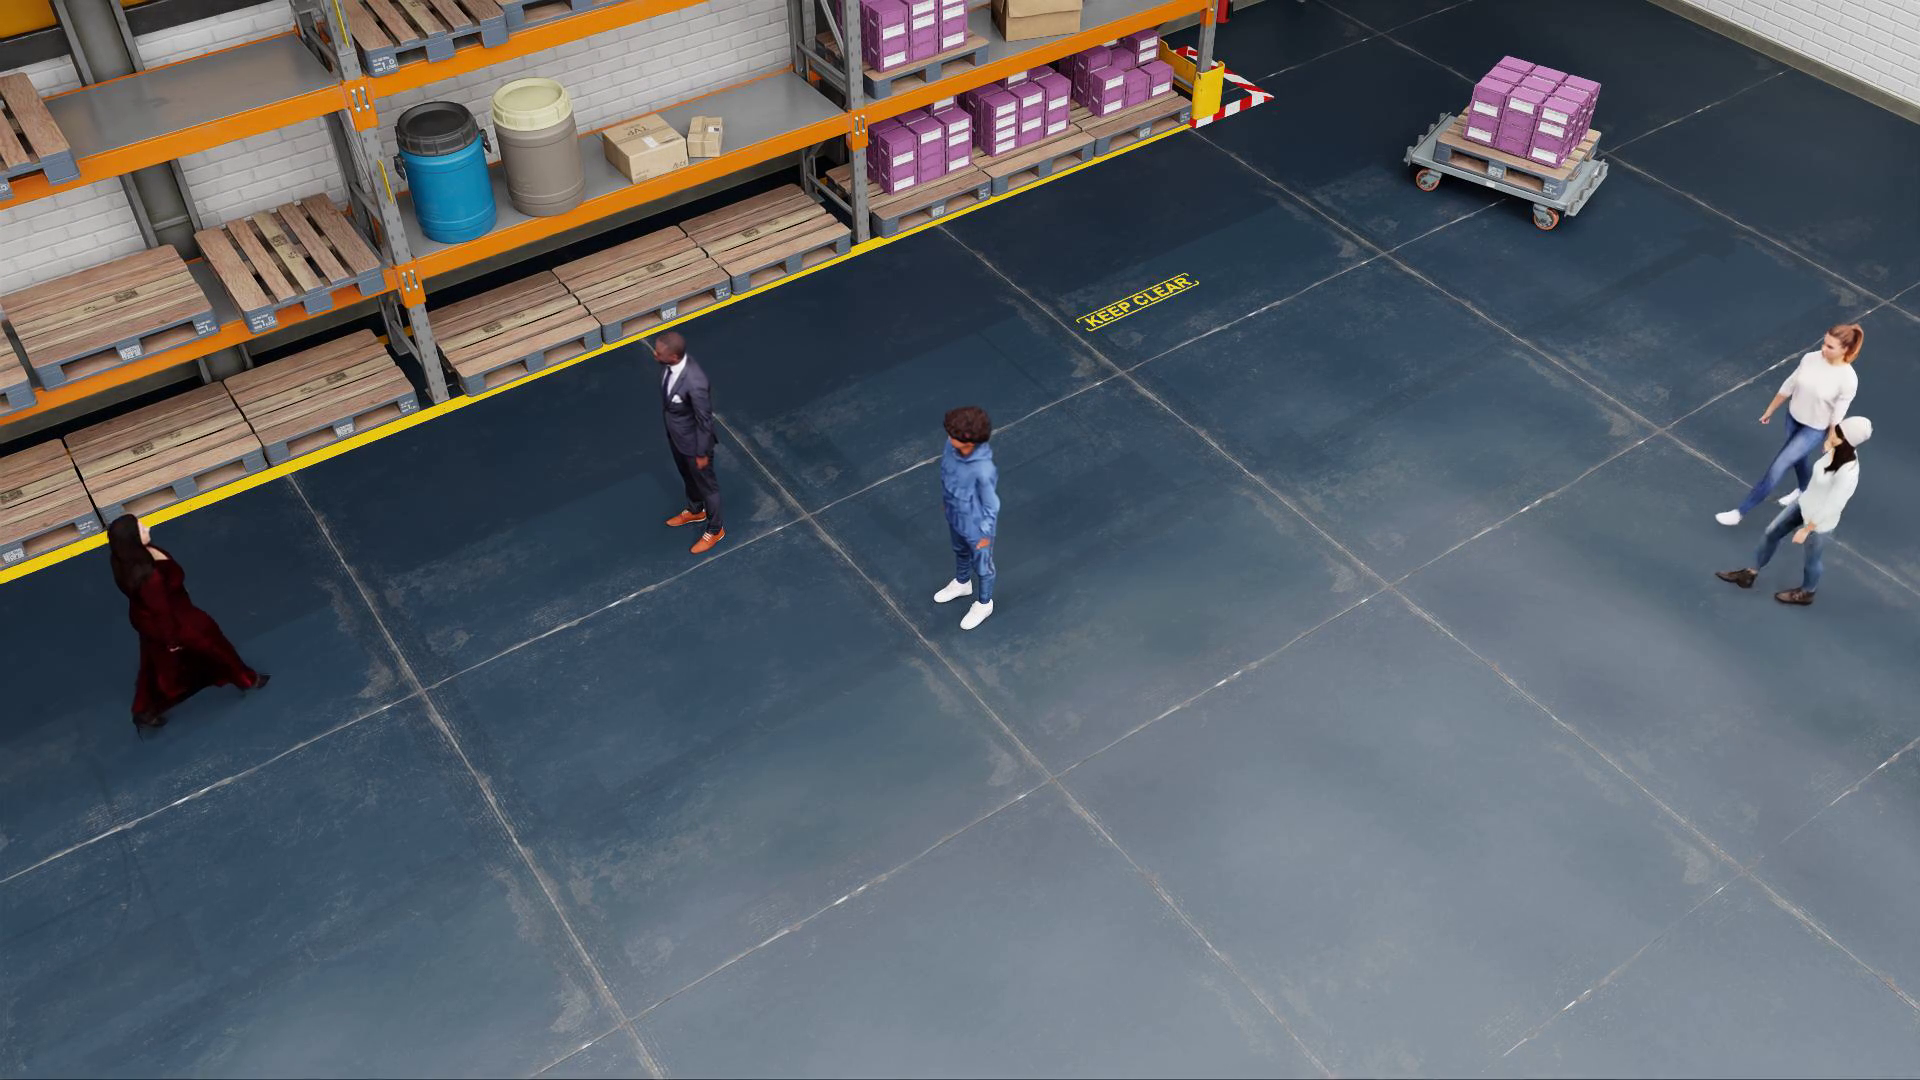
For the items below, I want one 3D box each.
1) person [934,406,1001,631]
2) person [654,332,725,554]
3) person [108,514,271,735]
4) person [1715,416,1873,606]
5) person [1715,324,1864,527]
[{"bbox_3d":[0.069,-0.180,11.022,0.556,1.803,0.667,-24,49,-23],"label":"person"},{"bbox_3d":[-1.880,-0.723,11.577,0.590,1.824,0.678,-24,49,-23],"label":"person"},{"bbox_3d":[-5.009,0.552,10.317,0.832,1.716,1.141,32,52,29],"label":"person"},{"bbox_3d":[5.818,-0.161,11.132,0.971,1.624,0.916,7,44,8],"label":"person"},{"bbox_3d":[6.049,-0.813,11.783,1.201,1.670,0.858,-12,45,-13],"label":"person"}]
